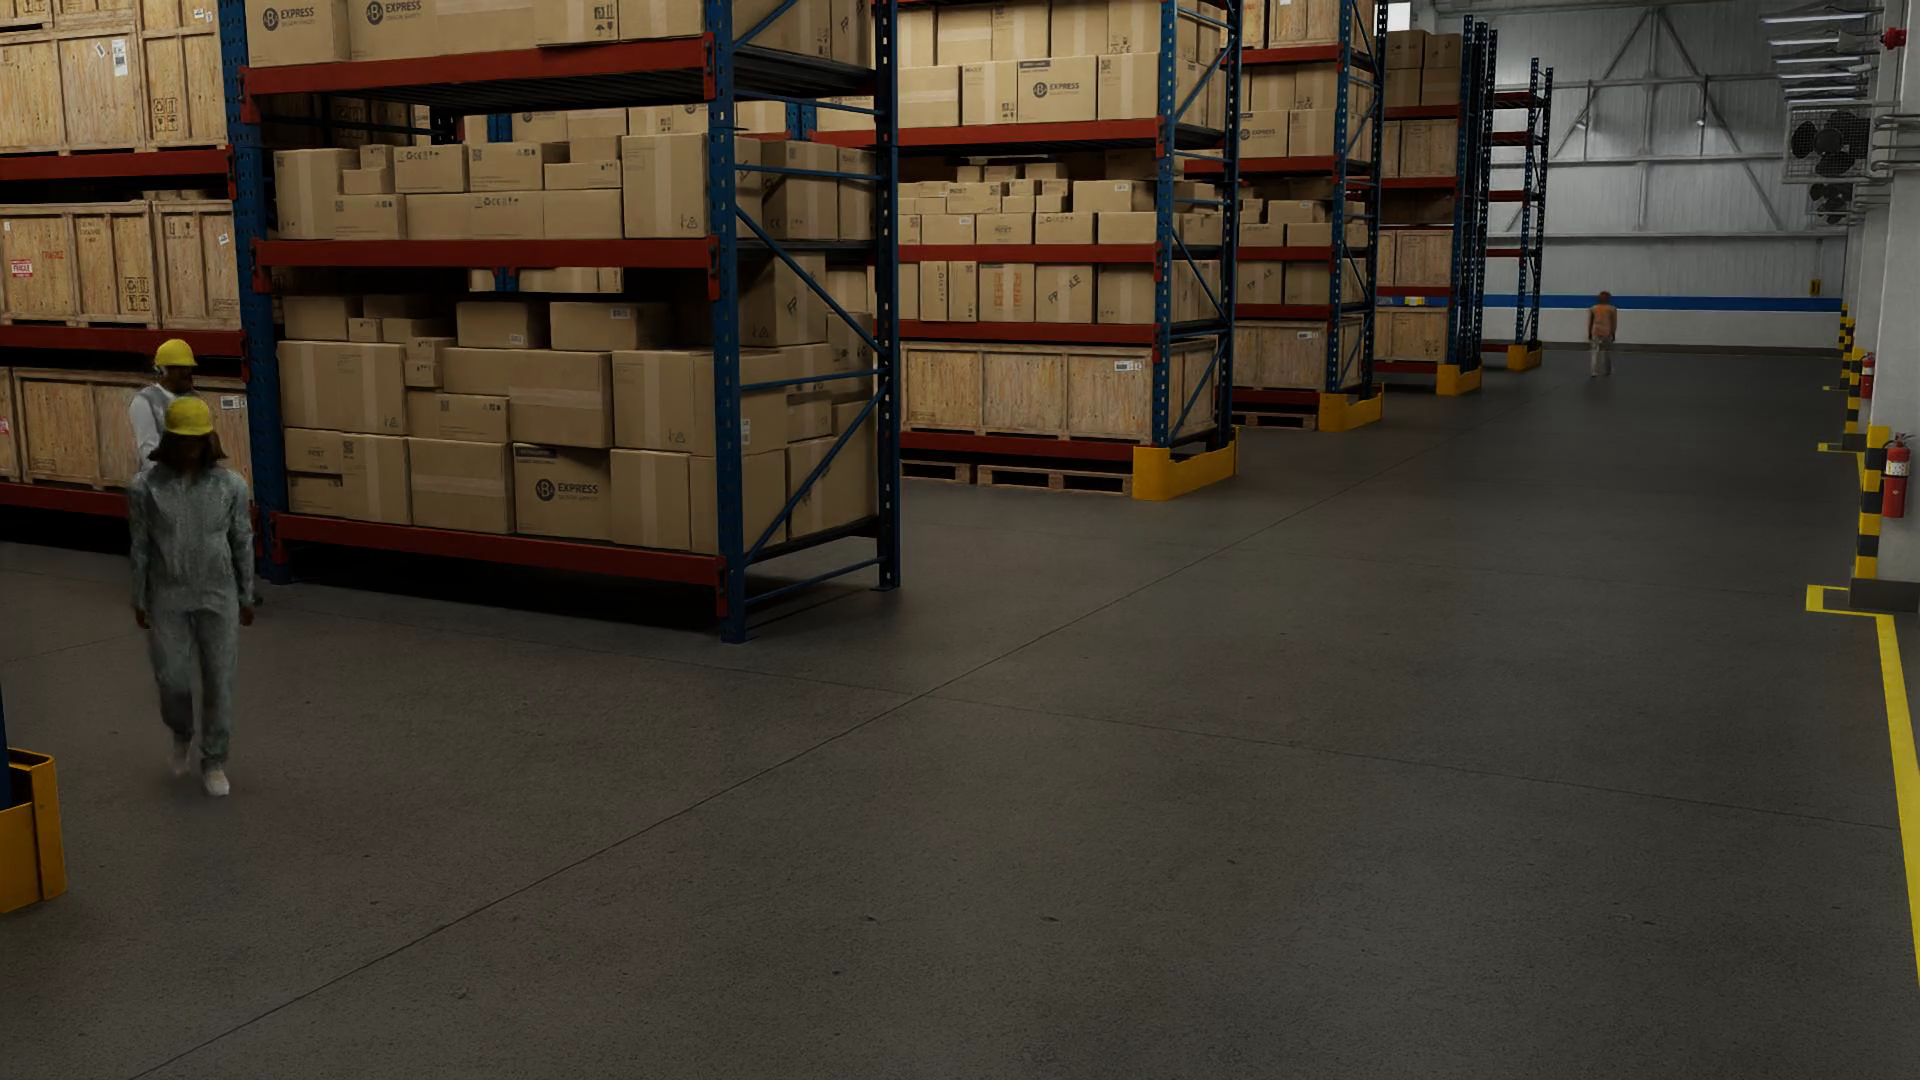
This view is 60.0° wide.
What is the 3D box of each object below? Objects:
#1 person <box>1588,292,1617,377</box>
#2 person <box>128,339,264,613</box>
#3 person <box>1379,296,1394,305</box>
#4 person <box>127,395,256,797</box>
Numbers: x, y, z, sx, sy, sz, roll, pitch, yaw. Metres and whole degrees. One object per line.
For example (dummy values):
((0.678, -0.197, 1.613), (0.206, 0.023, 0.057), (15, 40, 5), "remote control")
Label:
((12.118, -3.874, 31.371), (0.541, 1.587, 0.848), (7, 12, 35), "person")
((-5.001, -0.389, 10.686), (0.942, 1.784, 0.594), (4, 11, 24), "person")
((8.474, -4.302, 33.042), (0.977, 1.890, 0.558), (4, 11, 23), "person")
((-3.284, 0.237, 7.158), (0.494, 1.729, 0.401), (-5, 11, -28), "person")
